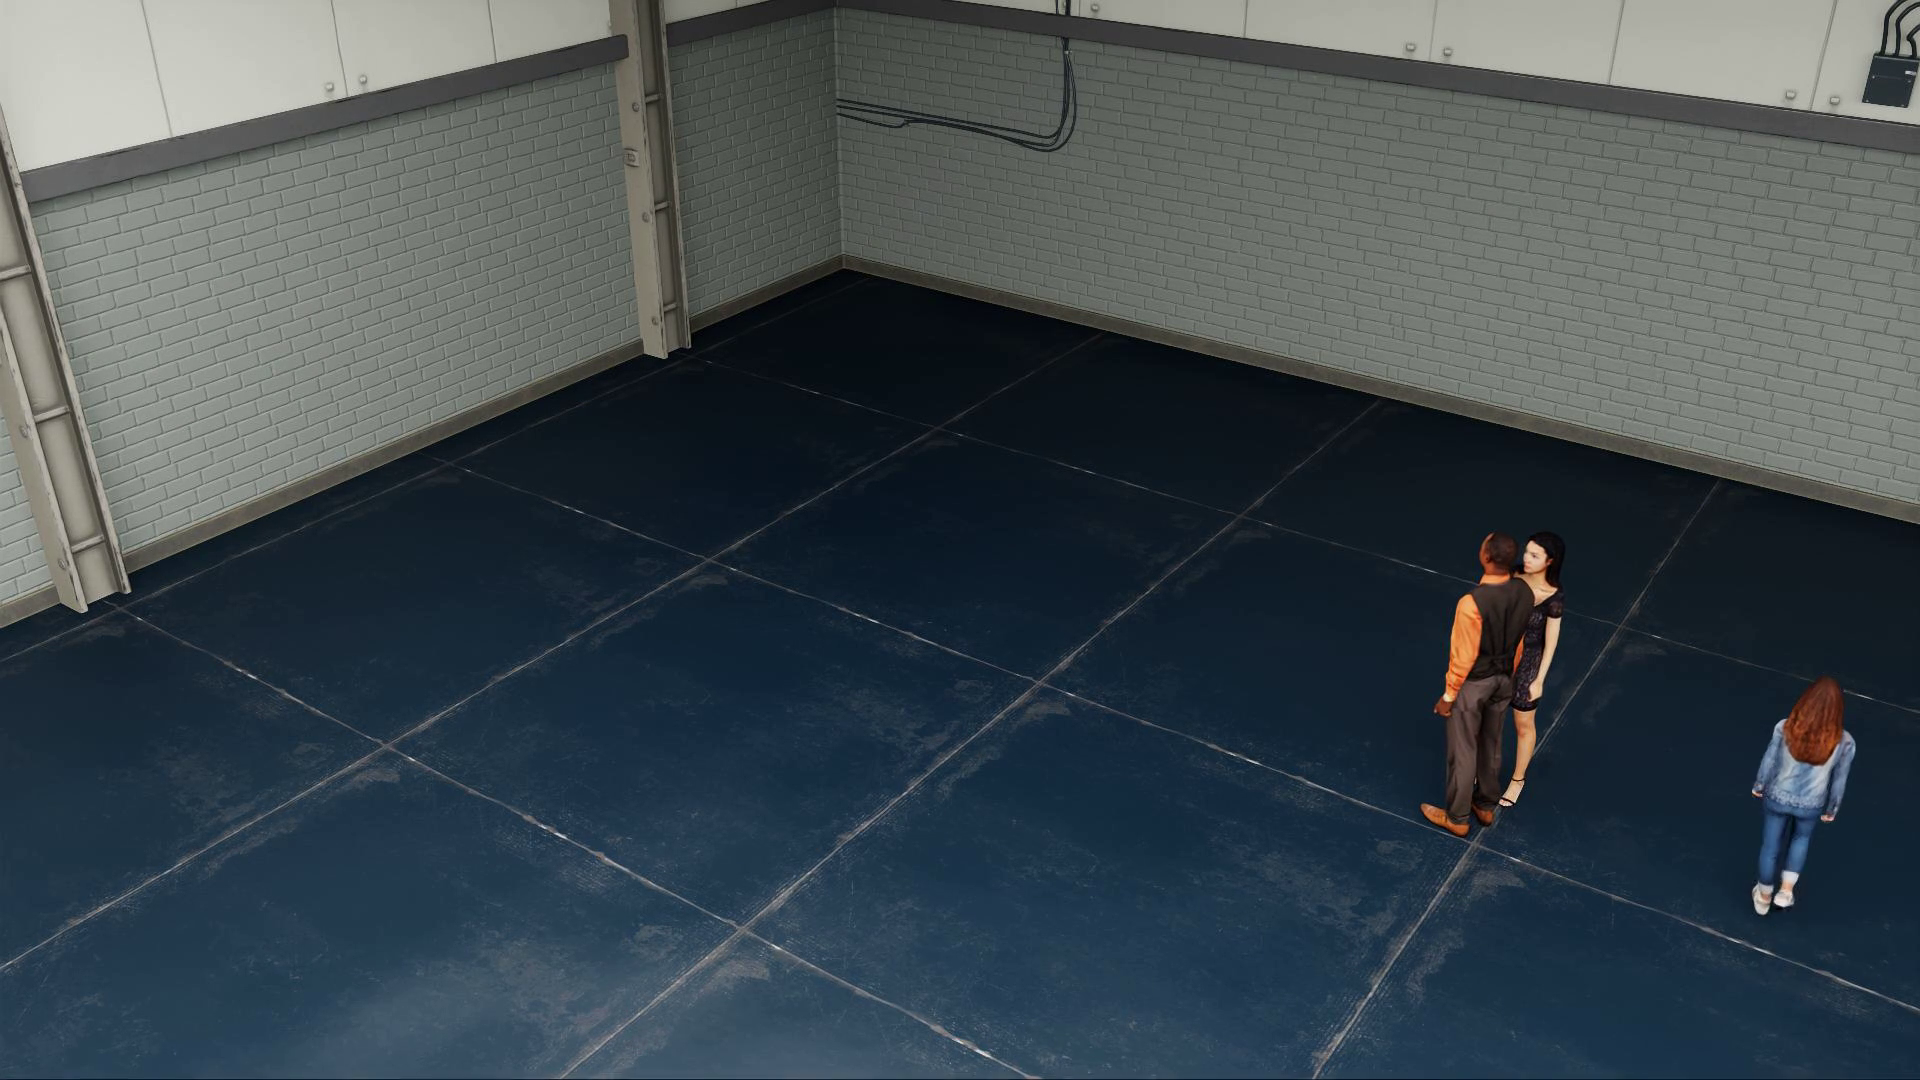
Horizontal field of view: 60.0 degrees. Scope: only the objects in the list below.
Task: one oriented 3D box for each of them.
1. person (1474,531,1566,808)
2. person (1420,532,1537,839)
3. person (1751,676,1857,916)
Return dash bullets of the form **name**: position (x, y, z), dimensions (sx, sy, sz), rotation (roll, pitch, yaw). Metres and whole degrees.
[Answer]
- **person**: position (3.258, 0.745, 9.696), dimensions (0.614, 1.791, 0.654), rotation (-17, 32, -29)
- **person**: position (2.961, 0.821, 9.430), dimensions (0.722, 1.908, 0.844), rotation (-13, 31, -23)
- **person**: position (4.415, 1.403, 8.804), dimensions (0.615, 1.468, 0.601), rotation (11, 30, 20)
